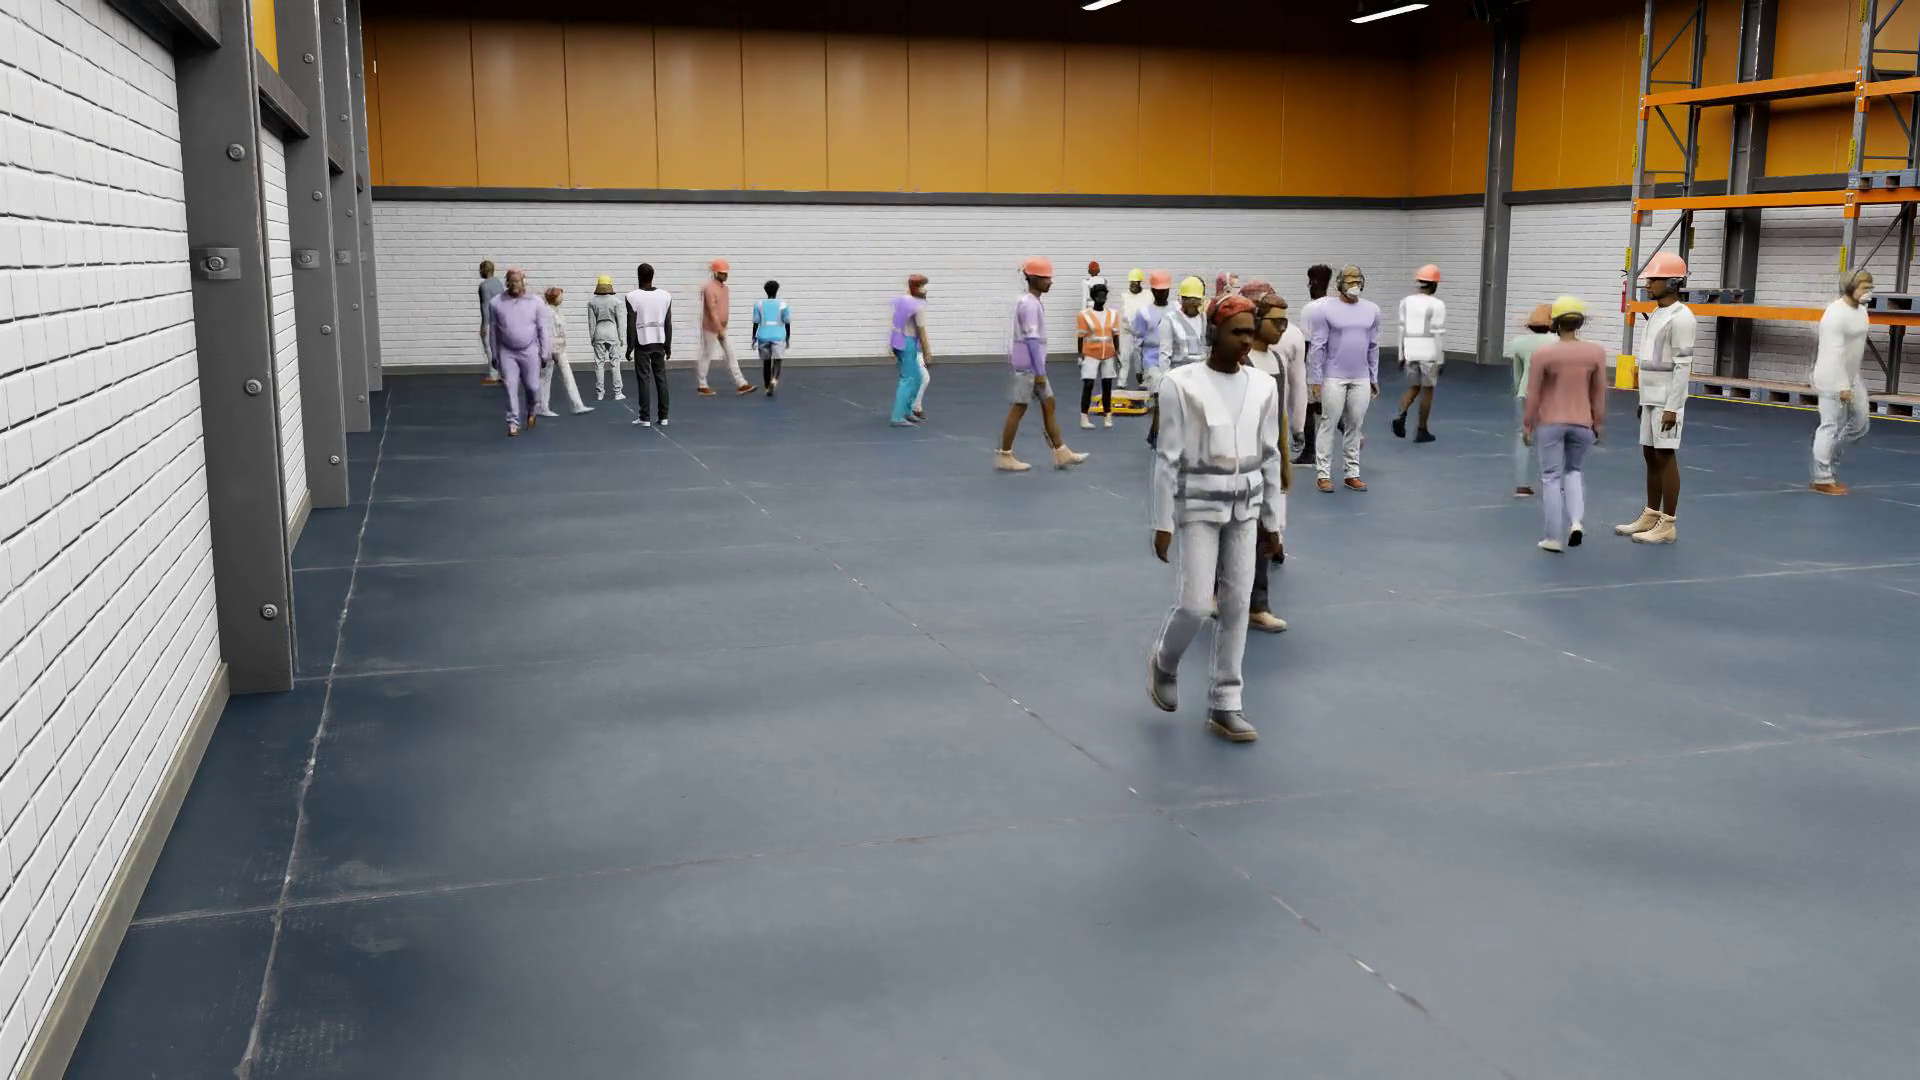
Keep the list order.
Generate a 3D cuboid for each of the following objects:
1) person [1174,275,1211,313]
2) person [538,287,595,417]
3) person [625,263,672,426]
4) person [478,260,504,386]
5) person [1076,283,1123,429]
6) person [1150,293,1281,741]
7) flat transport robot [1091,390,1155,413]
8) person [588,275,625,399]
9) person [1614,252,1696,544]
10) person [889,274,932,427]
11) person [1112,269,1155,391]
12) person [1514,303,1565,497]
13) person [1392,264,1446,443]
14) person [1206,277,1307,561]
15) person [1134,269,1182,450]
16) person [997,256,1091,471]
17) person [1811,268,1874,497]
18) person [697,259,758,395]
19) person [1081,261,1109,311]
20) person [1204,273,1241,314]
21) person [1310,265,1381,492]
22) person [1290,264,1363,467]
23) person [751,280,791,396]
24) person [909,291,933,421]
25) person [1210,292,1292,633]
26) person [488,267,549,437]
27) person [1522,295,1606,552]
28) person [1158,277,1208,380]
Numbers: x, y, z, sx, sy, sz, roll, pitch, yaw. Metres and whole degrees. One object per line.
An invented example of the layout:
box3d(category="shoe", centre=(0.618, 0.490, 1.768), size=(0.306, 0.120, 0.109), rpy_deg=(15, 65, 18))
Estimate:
box3d(category="person", centre=(2.567, -1.959, 18.015), size=(0.638, 1.808, 0.769), rpy_deg=(5, 11, 26))
box3d(category="person", centre=(-4.929, -2.325, 20.665), size=(0.757, 1.606, 0.542), rpy_deg=(1, 10, 7))
box3d(category="person", centre=(-3.678, -2.307, 19.696), size=(0.597, 1.916, 0.379), rpy_deg=(-8, 12, -38))
box3d(category="person", centre=(-7.210, -3.337, 25.604), size=(0.356, 1.939, 0.638), rpy_deg=(1, 10, 8))
box3d(category="person", centre=(1.616, -2.138, 19.373), size=(0.556, 1.693, 0.336), rpy_deg=(-4, 11, -22))
box3d(category="person", centre=(1.076, -0.100, 7.033), size=(0.610, 1.872, 0.551), rpy_deg=(-4, 11, -23))
box3d(category="flat transport robot", centre=(2.158, -1.795, 21.494), size=(0.652, 0.197, 1.431), rpy_deg=(3, 10, 16))
box3d(category="person", centre=(-4.928, -2.824, 23.205), size=(0.485, 1.740, 0.304), rpy_deg=(0, 10, -1))
box3d(category="person", centre=(4.920, -0.993, 11.722), size=(0.377, 2.045, 0.605), rpy_deg=(0, 10, 3))
box3d(category="person", centre=(-0.570, -2.207, 19.473), size=(0.527, 1.798, 0.670), rpy_deg=(-3, 10, -18))
box3d(category="person", centre=(2.499, -2.976, 23.887), size=(0.604, 1.793, 0.838), rpy_deg=(6, 12, 32))
box3d(category="person", centre=(4.914, -1.177, 13.999), size=(0.667, 1.608, 0.514), rpy_deg=(-8, 13, -40))
box3d(category="person", centre=(4.935, -1.988, 17.839), size=(0.499, 1.918, 0.559), rpy_deg=(-8, 13, -39))
box3d(category="person", centre=(1.916, -0.758, 10.824), size=(0.647, 1.884, 0.510), rpy_deg=(1, 10, 8))
box3d(category="person", centre=(2.036, -1.806, 16.929), size=(0.556, 1.884, 1.031), rpy_deg=(-2, 10, -13))
box3d(category="person", centre=(0.791, -1.622, 15.473), size=(0.961, 1.998, 0.651), rpy_deg=(1, 10, 7))
box3d(category="person", centre=(7.387, -1.303, 13.900), size=(0.653, 1.916, 0.456), rpy_deg=(-7, 12, -35))
box3d(category="person", centre=(-3.383, -3.012, 23.700), size=(1.002, 1.937, 0.622), rpy_deg=(5, 11, 27))
box3d(category="person", centre=(2.478, -4.182, 30.649), size=(0.573, 1.884, 0.359), rpy_deg=(-5, 11, -24))
box3d(category="person", centre=(2.444, -1.525, 15.350), size=(0.979, 1.854, 0.653), rpy_deg=(2, 10, 9))
box3d(category="person", centre=(3.301, -1.375, 14.243), size=(0.638, 1.937, 0.357), rpy_deg=(-2, 10, -13))
box3d(category="person", centre=(3.467, -1.637, 15.769), size=(0.631, 1.945, 0.603), rpy_deg=(-9, 14, -44))
box3d(category="person", centre=(-2.680, -2.832, 23.473), size=(0.573, 1.666, 0.714), rpy_deg=(1, 10, 5))
box3d(category="person", centre=(-0.475, -2.255, 20.247), size=(0.478, 1.619, 0.502), rpy_deg=(2, 10, 11))
box3d(category="person", centre=(1.574, -0.413, 8.963), size=(0.549, 1.835, 0.440), rpy_deg=(-8, 13, -39))
box3d(category="person", centre=(-4.978, -2.130, 18.791), size=(0.650, 1.887, 0.751), rpy_deg=(-2, 10, -12))
box3d(category="person", centre=(4.104, -0.789, 11.354), size=(0.545, 1.753, 0.364), rpy_deg=(0, 10, -3))
box3d(category="person", centre=(2.038, -1.427, 14.860), size=(0.600, 1.826, 0.404), rpy_deg=(-6, 12, -33))
